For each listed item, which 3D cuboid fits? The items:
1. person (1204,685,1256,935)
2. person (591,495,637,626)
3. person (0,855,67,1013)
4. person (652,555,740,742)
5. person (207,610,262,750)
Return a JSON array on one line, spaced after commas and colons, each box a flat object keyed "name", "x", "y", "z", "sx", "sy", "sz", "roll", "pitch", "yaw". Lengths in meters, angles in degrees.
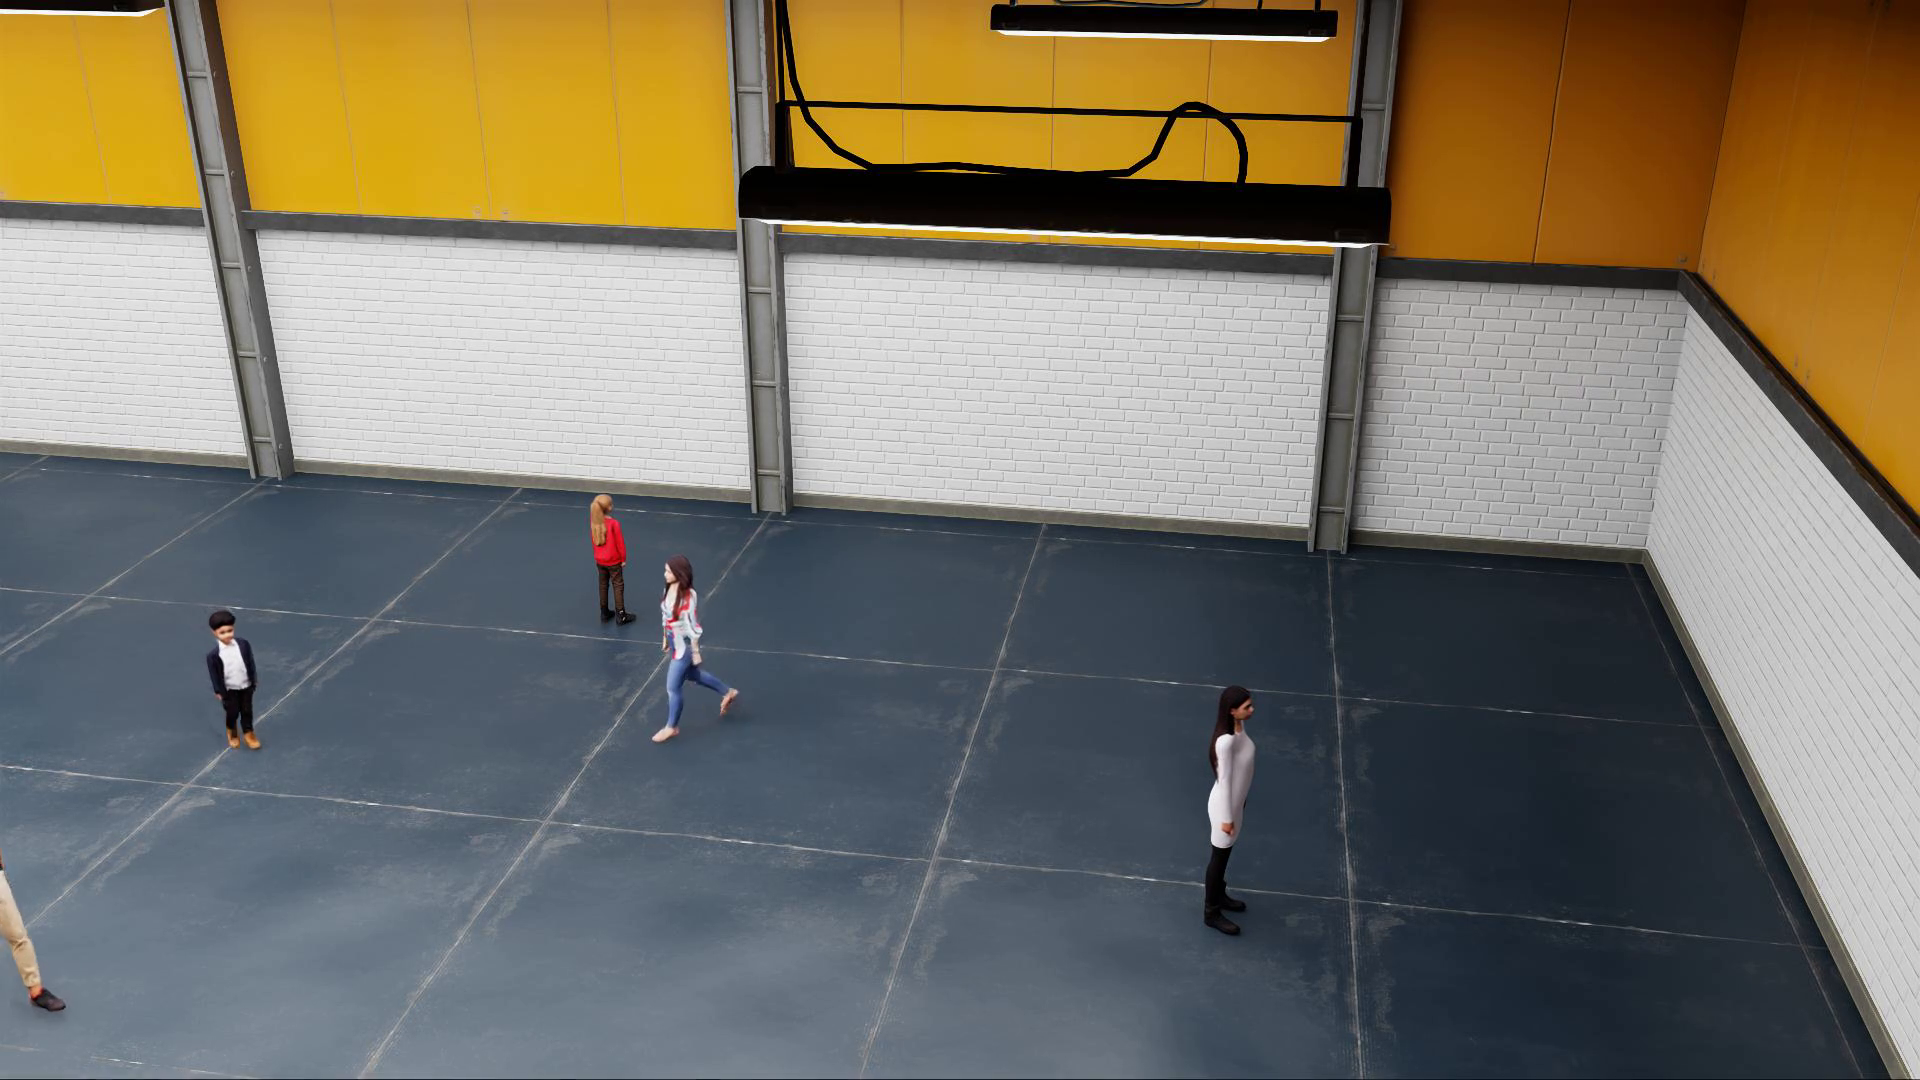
[{"name": "person", "x": 1.800, "y": 1.787, "z": 11.220, "sx": 0.581, "sy": 1.809, "sz": 0.637, "roll": 8, "pitch": 25, "yaw": 18}, {"name": "person", "x": -3.285, "y": 0.174, "z": 15.568, "sx": 0.493, "sy": 1.281, "sz": 0.606, "roll": 10, "pitch": 26, "yaw": 22}, {"name": "person", "x": -6.218, "y": 2.156, "z": 10.357, "sx": 1.216, "sy": 1.824, "sz": 0.899, "roll": 12, "pitch": 26, "yaw": 26}, {"name": "person", "x": -2.188, "y": 0.853, "z": 13.641, "sx": 1.098, "sy": 1.580, "sz": 1.047, "roll": -15, "pitch": 28, "yaw": -30}, {"name": "person", "x": -5.900, "y": 1.120, "z": 13.483, "sx": 0.656, "sy": 1.218, "sz": 0.607, "roll": 22, "pitch": 32, "yaw": 40}]
